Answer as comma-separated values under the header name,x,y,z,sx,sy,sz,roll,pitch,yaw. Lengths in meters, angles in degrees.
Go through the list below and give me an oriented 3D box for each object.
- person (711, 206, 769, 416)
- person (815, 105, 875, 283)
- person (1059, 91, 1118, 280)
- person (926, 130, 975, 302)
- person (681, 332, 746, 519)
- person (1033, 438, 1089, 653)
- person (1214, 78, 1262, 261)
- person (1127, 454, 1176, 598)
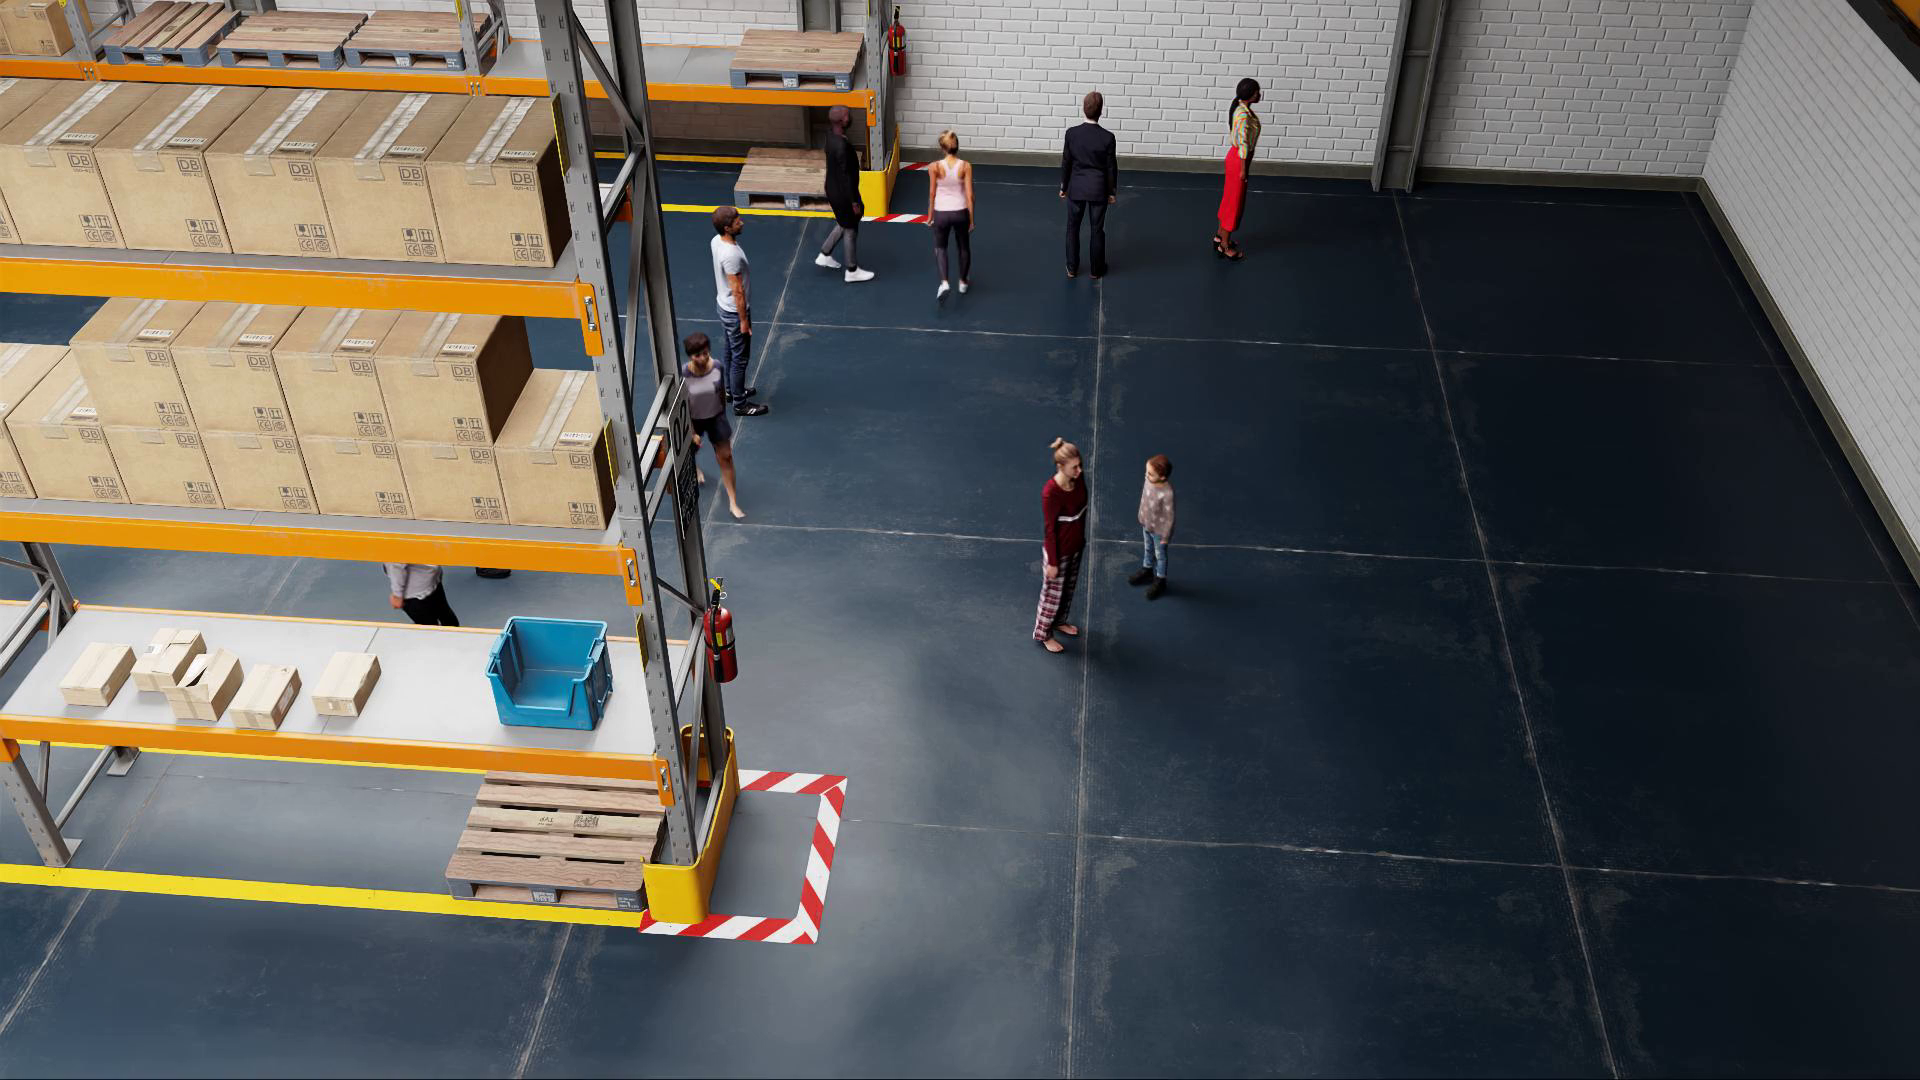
name,x,y,z,sx,sy,sz,roll,pitch,yaw
person,-1.868,-1.901,13.714,0.700,1.866,0.717,-15,41,-18
person,-1.148,-3.201,15.429,0.871,1.757,0.782,-9,39,-11
person,1.190,-3.307,15.516,0.580,1.814,0.784,9,39,11
person,-0.094,-2.945,15.190,0.795,1.655,0.717,1,39,2
person,-2.009,-0.961,12.817,1.066,1.517,0.946,-17,42,-20
person,0.712,0.023,11.437,0.676,1.700,0.692,23,44,26
person,2.641,-3.538,15.823,0.562,1.792,0.619,-1,39,-1
person,1.429,-0.126,12.030,0.598,1.194,0.558,-21,43,-24
